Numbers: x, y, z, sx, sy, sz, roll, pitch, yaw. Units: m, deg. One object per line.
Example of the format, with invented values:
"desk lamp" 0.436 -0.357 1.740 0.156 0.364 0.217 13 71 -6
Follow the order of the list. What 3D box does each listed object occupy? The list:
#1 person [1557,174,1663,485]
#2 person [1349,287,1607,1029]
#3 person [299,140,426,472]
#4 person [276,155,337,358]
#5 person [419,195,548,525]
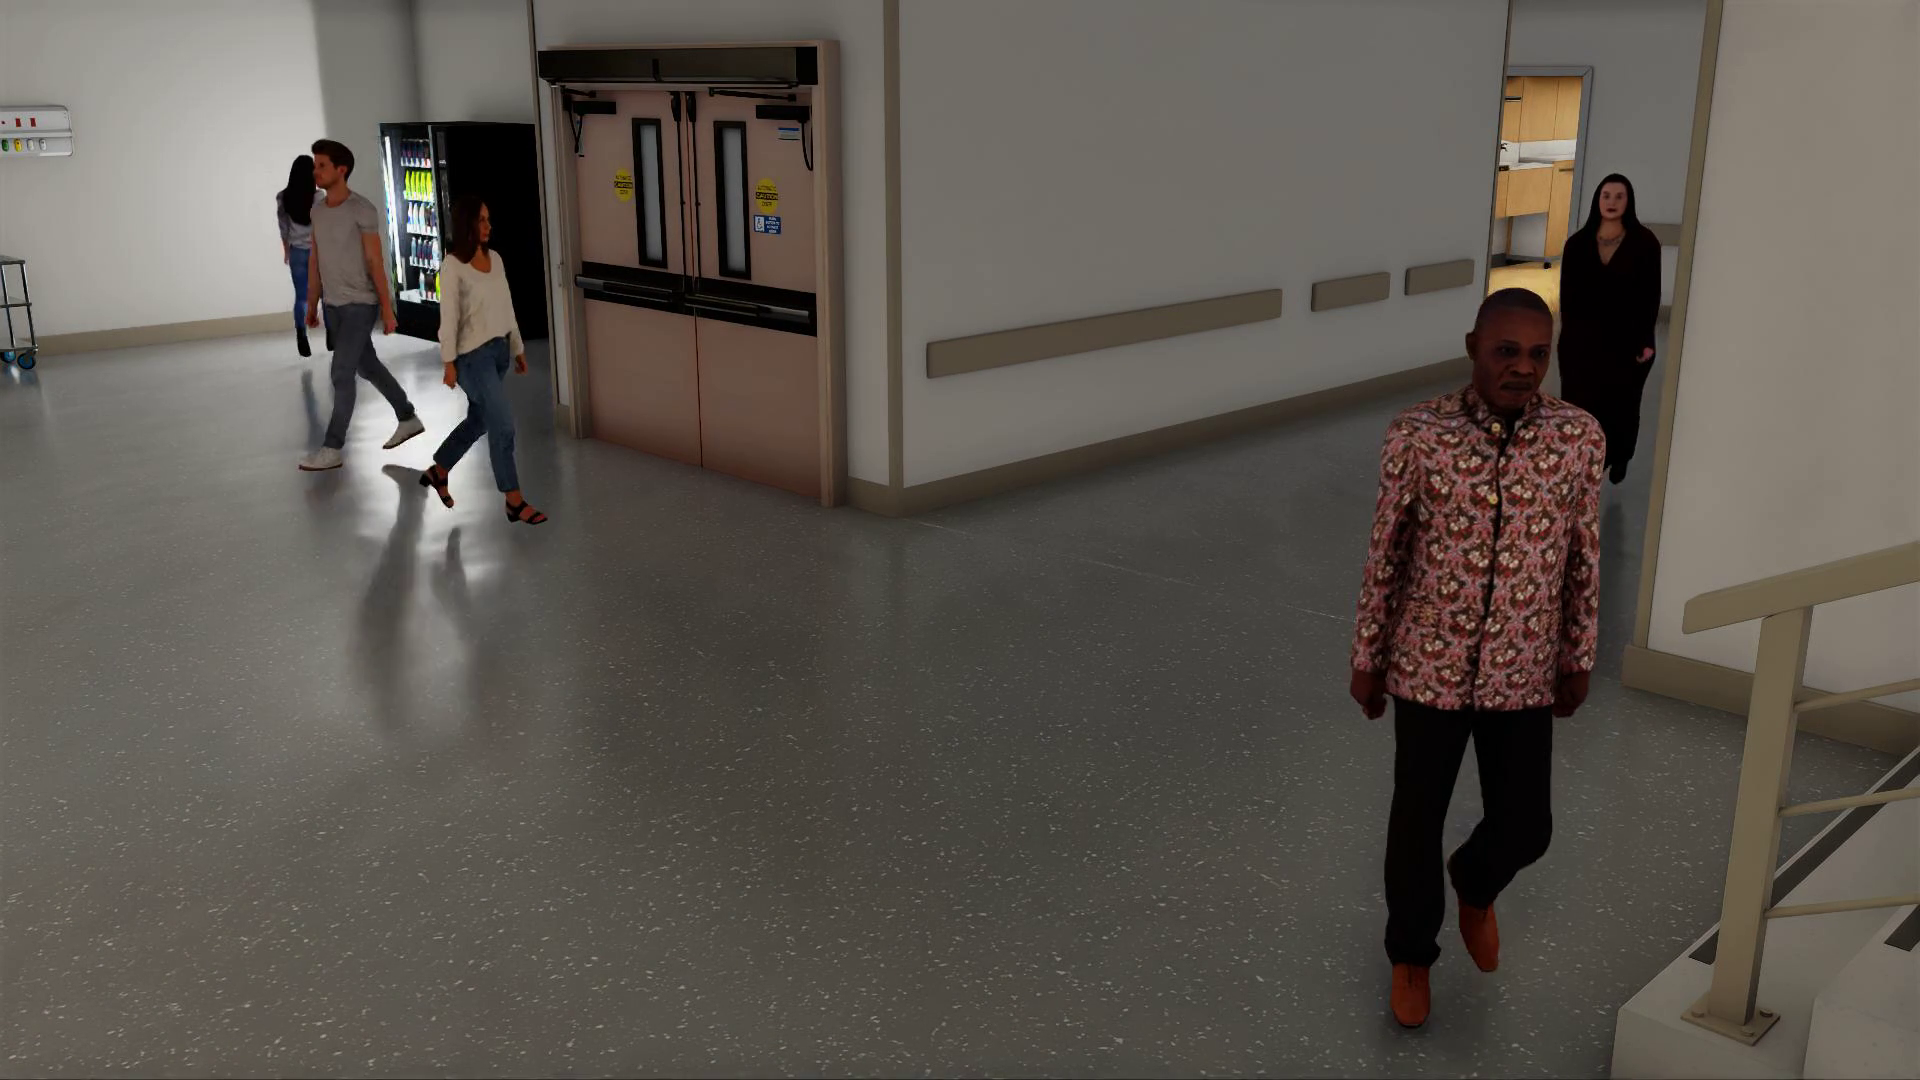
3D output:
"person" 3.472 -1.048 8.881 1.120 1.719 0.953 8 18 26
"person" 1.246 0.279 4.050 0.881 1.788 0.954 3 16 12
"person" -3.502 -1.370 9.779 1.219 1.852 0.960 9 18 30
"person" -5.238 -2.239 13.337 0.972 1.594 1.139 -3 16 -11
"person" -2.521 -0.902 8.500 1.136 1.646 0.908 5 16 17
